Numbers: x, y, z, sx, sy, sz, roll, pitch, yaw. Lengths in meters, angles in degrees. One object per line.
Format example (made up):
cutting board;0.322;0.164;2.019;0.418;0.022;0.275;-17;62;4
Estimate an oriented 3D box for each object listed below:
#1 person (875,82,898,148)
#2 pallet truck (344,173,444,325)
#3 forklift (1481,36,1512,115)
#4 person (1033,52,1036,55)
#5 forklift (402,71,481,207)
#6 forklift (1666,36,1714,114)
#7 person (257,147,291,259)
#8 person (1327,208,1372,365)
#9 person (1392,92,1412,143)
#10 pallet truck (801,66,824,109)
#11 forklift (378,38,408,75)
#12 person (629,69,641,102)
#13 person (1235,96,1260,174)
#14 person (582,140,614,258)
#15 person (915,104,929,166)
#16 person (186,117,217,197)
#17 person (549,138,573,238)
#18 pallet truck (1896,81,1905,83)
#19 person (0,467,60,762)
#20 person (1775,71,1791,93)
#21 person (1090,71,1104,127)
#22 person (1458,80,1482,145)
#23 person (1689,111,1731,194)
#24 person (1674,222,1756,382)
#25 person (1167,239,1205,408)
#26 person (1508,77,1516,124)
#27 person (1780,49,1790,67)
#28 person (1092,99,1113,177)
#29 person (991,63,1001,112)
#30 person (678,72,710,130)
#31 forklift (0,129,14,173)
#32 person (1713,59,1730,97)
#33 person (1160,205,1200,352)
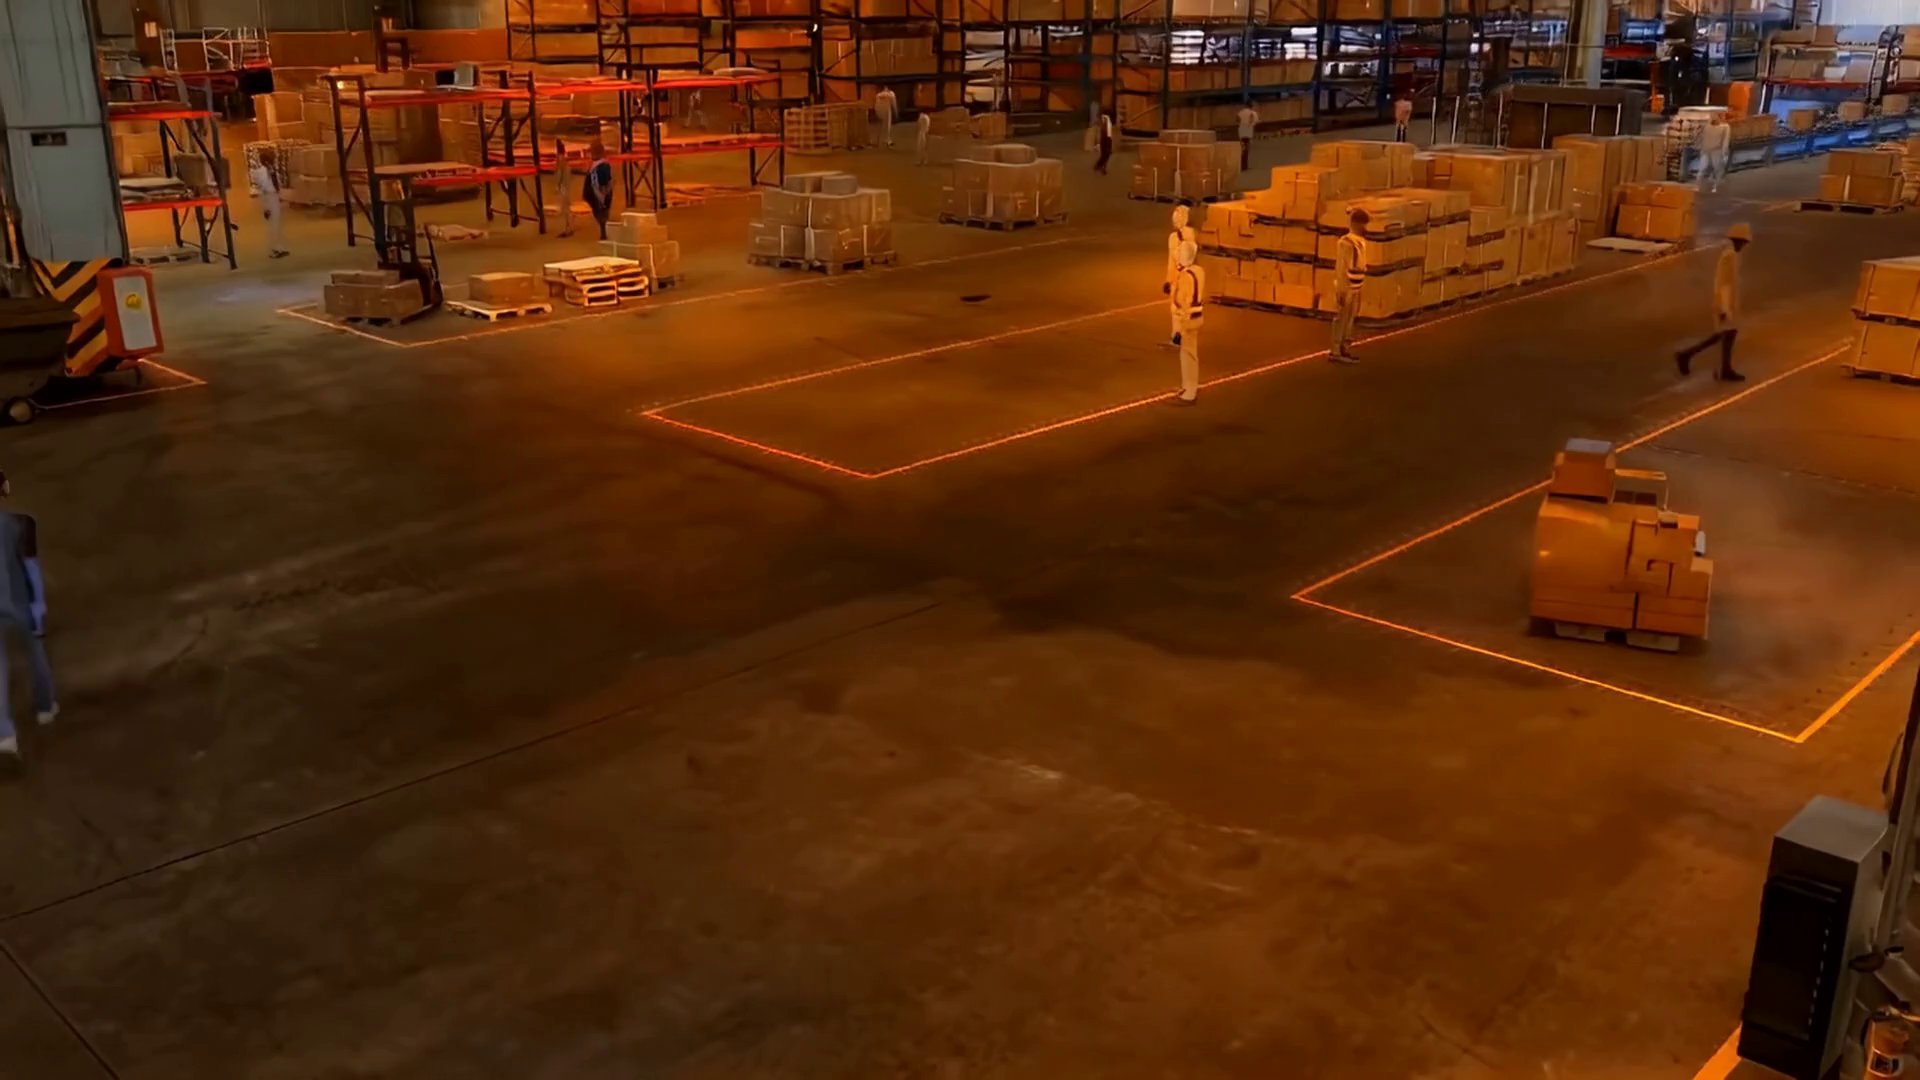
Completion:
person;-2.204;-12.599;49.251;0.651;1.913;0.496;-11;21;-30
pallet truck;-8.209;-4.181;23.757;0.823;1.965;1.885;3;19;9
forklift;19.973;-17.201;61.605;1.873;2.768;1.129;16;24;40
person;3.685;-22.950;80.499;0.963;1.865;0.665;-15;24;-39
forklift;-11.606;-8.747;36.134;1.129;2.768;1.873;17;25;41
forklift;27.341;-17.291;61.877;1.129;2.768;1.873;17;25;41
person;-11.991;-5.874;28.973;0.389;1.924;0.591;-1;18;-3
person;4.894;-3.175;20.828;0.425;1.938;0.603;12;22;32
person;12.898;-12.236;48.574;0.542;1.648;0.880;5;19;15
pallet truck;-4.812;-15.182;56.903;0.823;1.965;1.885;-9;21;-26
forklift;-20.304;-16.625;59.872;1.129;2.768;1.873;-4;19;-12
person;-12.073;-16.613;61.710;0.549;1.662;0.787;1;18;2
person;7.370;-10.309;42.308;0.626;1.934;0.802;16;24;40
person;-6.270;-5.895;28.853;0.537;2.000;0.683;-5;19;-13
person;-1.070;-10.716;44.017;0.560;1.619;0.540;5;19;16
person;-16.902;-8.550;37.197;0.631;1.824;0.570;-2;19;-7
person;-7.523;-6.640;31.373;0.310;1.864;0.533;-5;19;-14
pallet truck;34.802;-16.331;61.455;0.653;1.274;1.630;17;25;41
person;-5.875;0.413;10.192;0.520;1.830;0.959;-7;20;-21
person;32.540;-18.018;65.739;0.611;1.815;0.439;12;22;32
person;4.426;-14.145;53.786;0.393;1.990;0.616;-3;19;-8
person;14.974;-12.430;48.619;0.985;2.007;0.616;-15;23;-38
person;17.165;-8.833;37.981;0.960;1.855;0.673;-14;23;-35
person;9.073;-2.841;19.862;0.747;1.918;0.550;8;20;24
person;2.547;-2.422;18.632;0.355;1.887;0.573;7;20;20
person;18.044;-14.248;54.466;0.328;1.760;0.524;6;19;17
person;39.515;-22.642;79.762;0.535;1.749;0.493;16;24;40
person;3.615;-9.985;41.386;0.446;1.907;0.590;4;19;12
person;1.337;-16.361;60.547;0.372;1.940;0.632;2;19;7
person;-8.873;-14.645;55.478;1.047;1.883;0.551;-2;19;-7
forklift;-24.026;-10.894;42.605;1.129;2.768;1.873;17;25;41
person;29.818;-17.862;65.144;0.464;1.888;0.664;-12;22;-33
person;2.848;-3.389;21.550;0.355;1.884;0.575;15;24;38
